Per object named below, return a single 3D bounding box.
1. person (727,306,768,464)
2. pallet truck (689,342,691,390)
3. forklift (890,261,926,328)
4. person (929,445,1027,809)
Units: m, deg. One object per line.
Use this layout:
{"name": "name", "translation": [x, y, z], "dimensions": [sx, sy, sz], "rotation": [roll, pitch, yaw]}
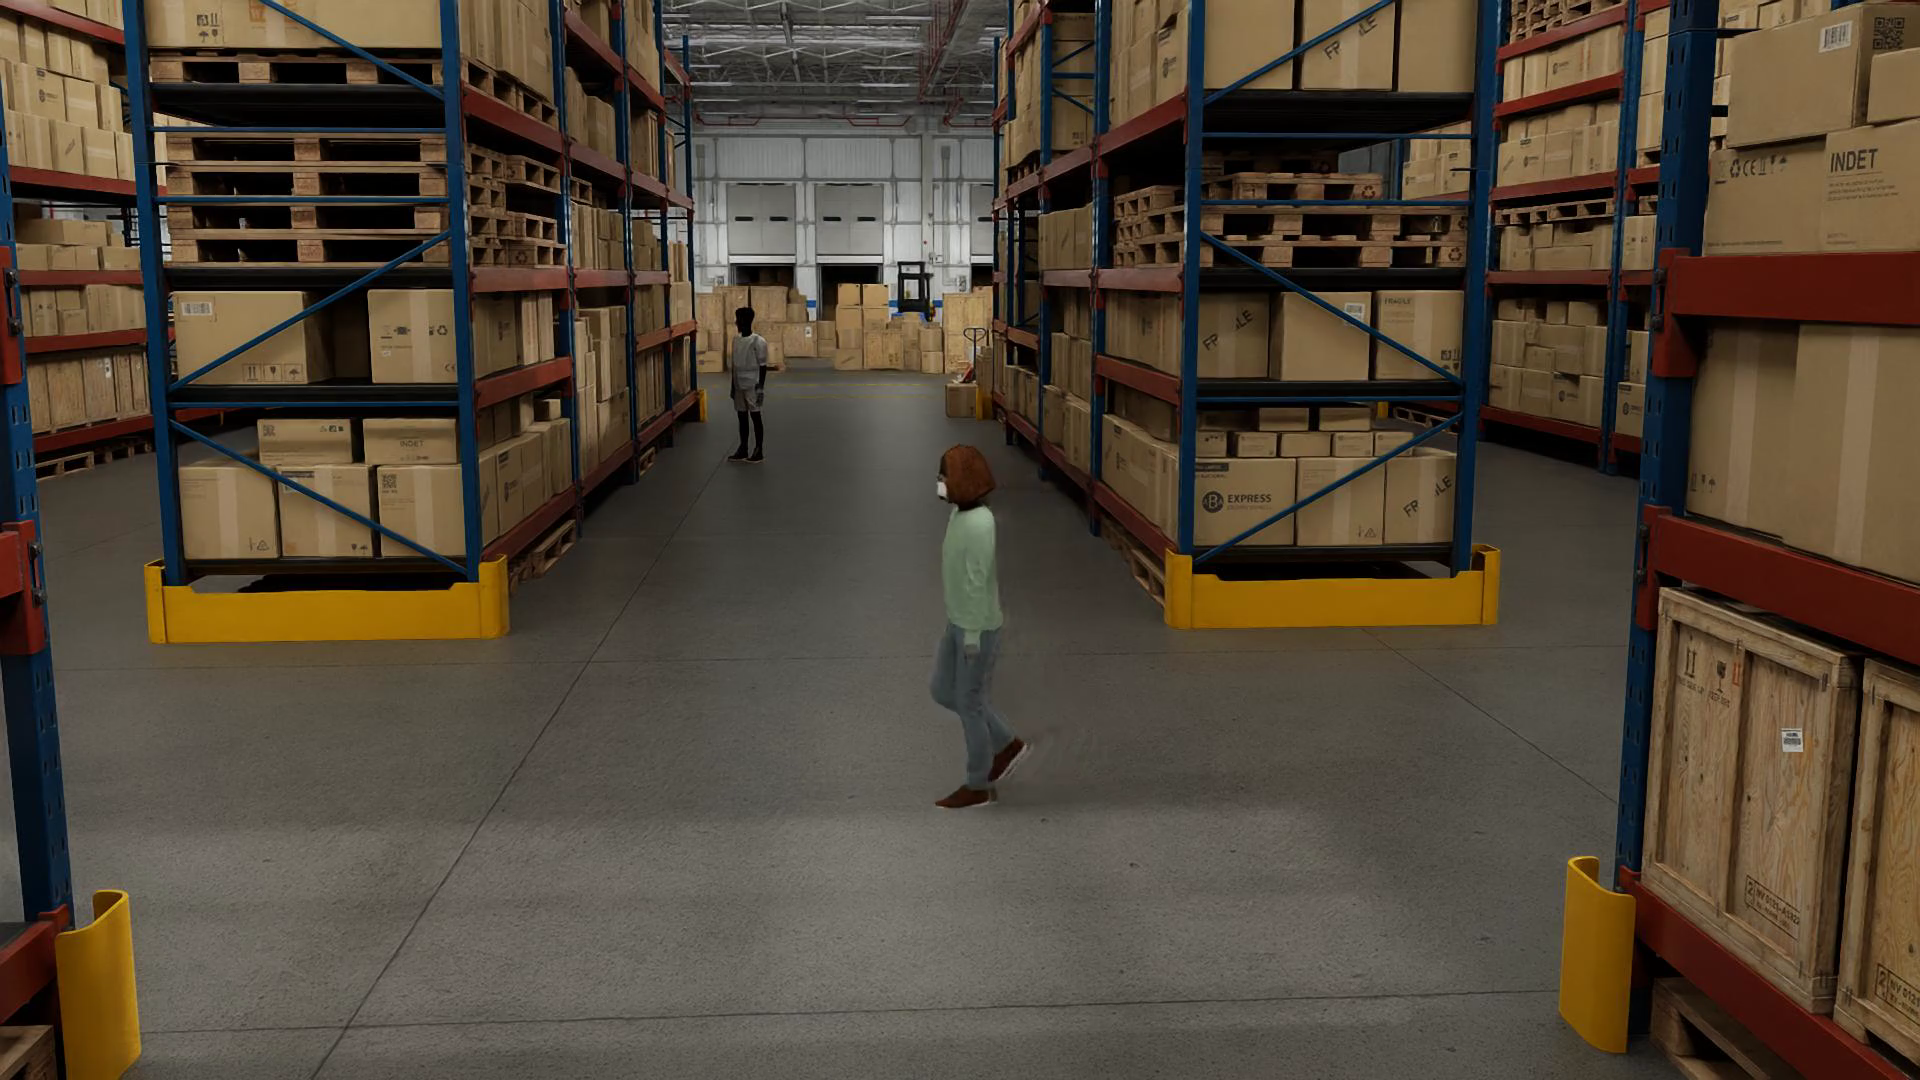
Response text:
{"name": "person", "translation": [-2.673, -1.944, 20.894], "dimensions": [0.603, 1.966, 0.367], "rotation": [8, 12, 41]}
{"name": "pallet truck", "translation": [-5.225, -3.008, 27.480], "dimensions": [1.885, 1.965, 0.823], "rotation": [2, 9, 14]}
{"name": "forklift", "translation": [-1.647, -8.063, 56.459], "dimensions": [1.129, 2.768, 1.873], "rotation": [2, 9, 14]}
{"name": "person", "translation": [0.063, 0.387, 7.358], "dimensions": [0.403, 1.622, 0.506], "rotation": [-2, 9, -15]}
